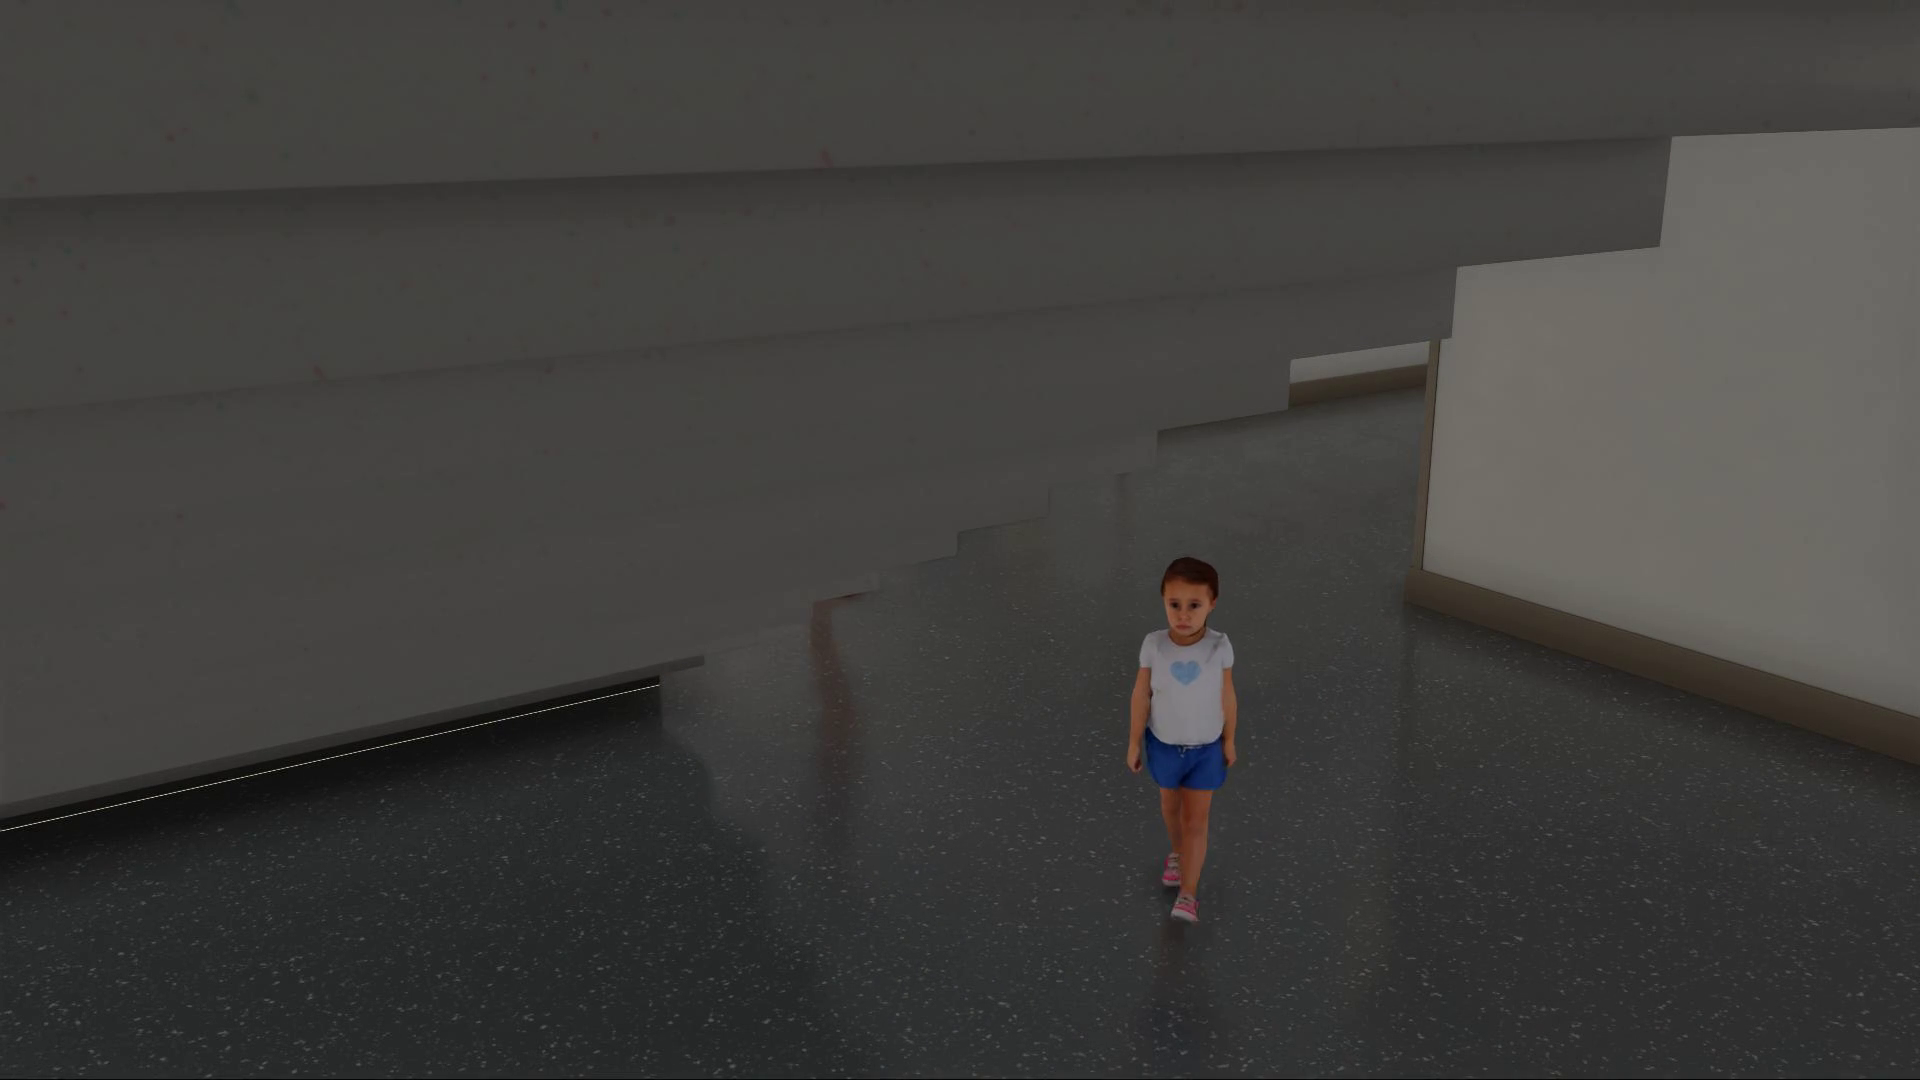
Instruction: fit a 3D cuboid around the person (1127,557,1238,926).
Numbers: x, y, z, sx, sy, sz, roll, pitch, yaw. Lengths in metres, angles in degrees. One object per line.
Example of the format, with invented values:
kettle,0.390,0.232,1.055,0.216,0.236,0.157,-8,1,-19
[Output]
person,0.635,0.535,4.646,0.705,0.993,0.729,4,16,16
